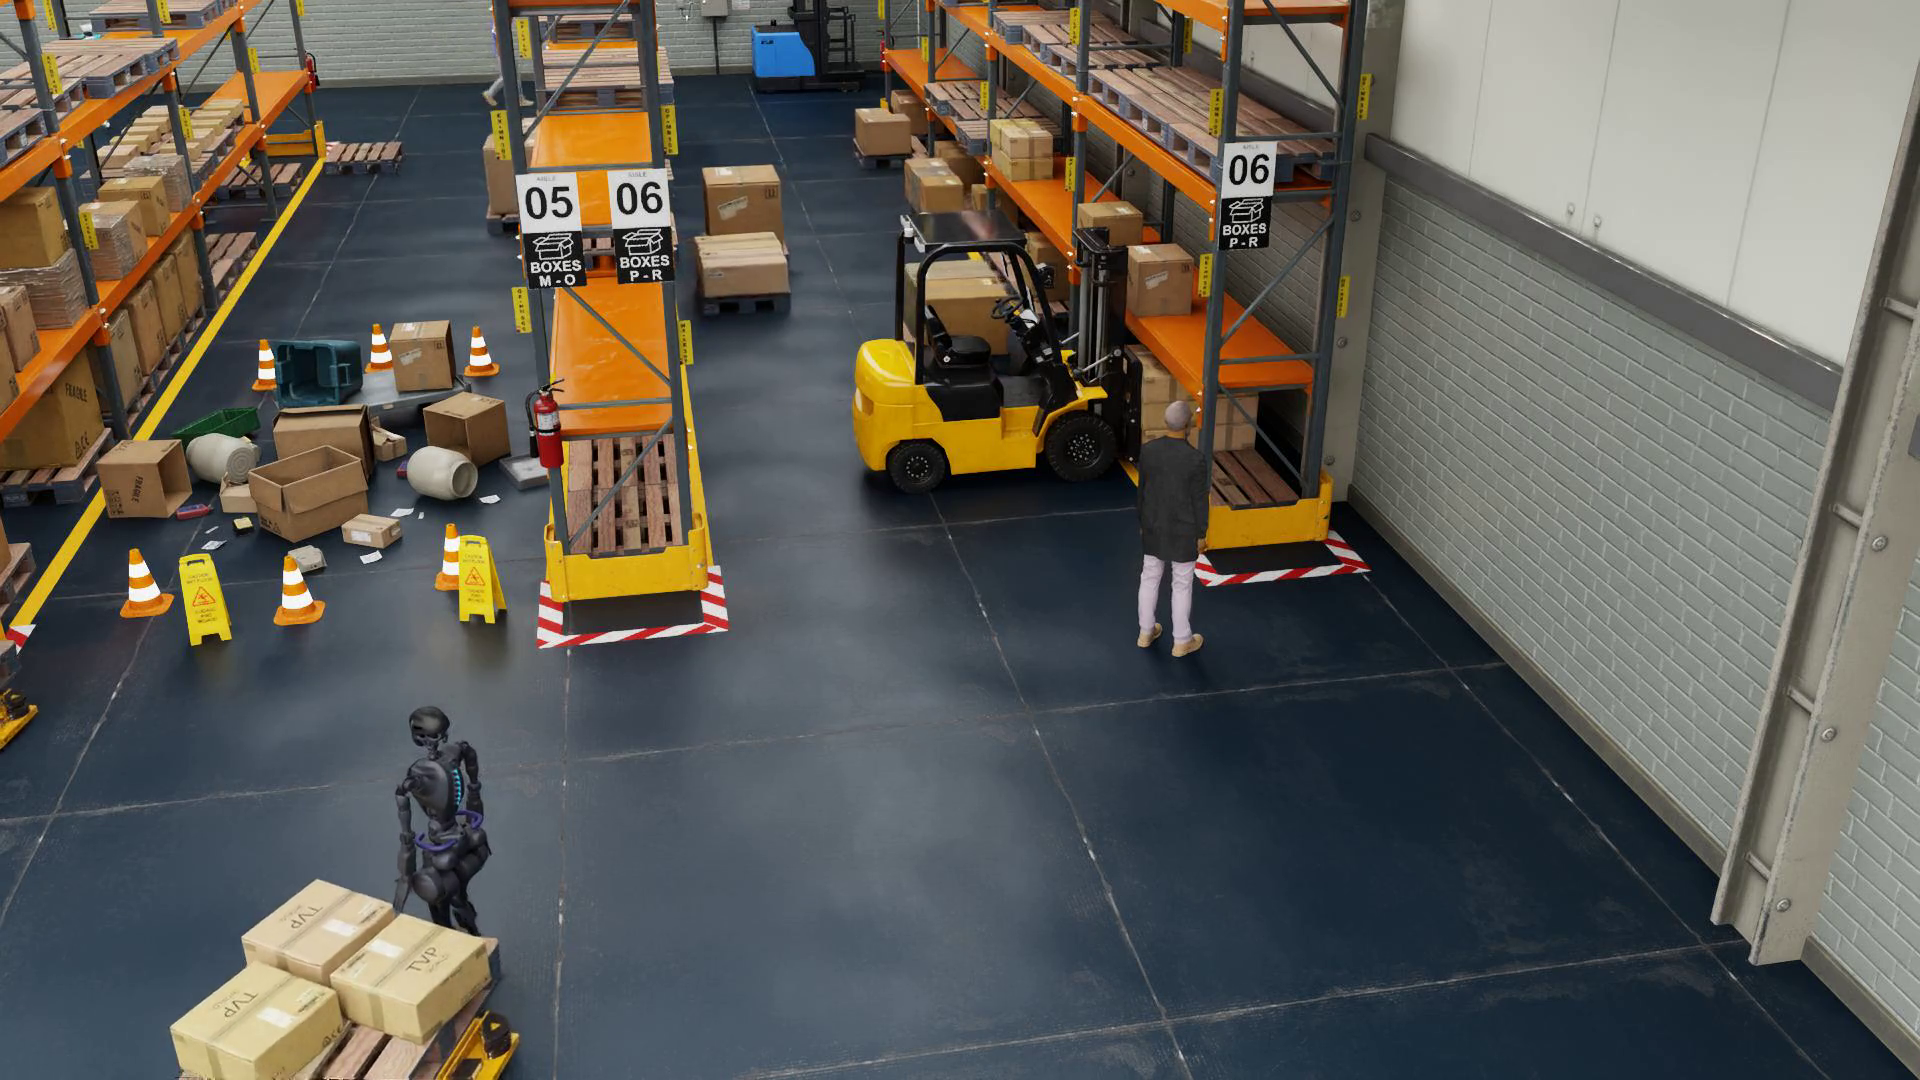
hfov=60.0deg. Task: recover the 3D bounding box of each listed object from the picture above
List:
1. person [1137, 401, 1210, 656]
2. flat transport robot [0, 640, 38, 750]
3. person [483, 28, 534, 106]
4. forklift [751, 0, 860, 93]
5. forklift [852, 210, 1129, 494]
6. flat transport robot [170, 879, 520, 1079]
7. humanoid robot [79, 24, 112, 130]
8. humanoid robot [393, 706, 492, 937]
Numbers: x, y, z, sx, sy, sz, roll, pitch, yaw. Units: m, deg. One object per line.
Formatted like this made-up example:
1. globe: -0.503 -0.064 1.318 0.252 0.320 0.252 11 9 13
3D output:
1. person: 1.458 -0.074 11.450 0.535 1.856 0.404 16 30 30
2. flat transport robot: -6.781 1.201 10.629 1.431 0.231 0.659 1 26 1
3. person: -7.947 -8.436 28.964 0.777 1.774 0.598 -5 26 -11
4. forklift: -2.872 -9.679 30.288 1.873 2.768 1.129 -5 26 -10
5. forklift: 0.216 -1.659 14.366 2.313 2.155 1.214 -5 26 -10
6. flat transport robot: -2.920 2.485 7.954 1.431 0.231 0.659 5 26 10
7. humanoid robot: -14.117 -7.526 27.108 0.540 1.731 1.030 -23 34 -39
8. humanoid robot: -2.554 1.564 8.242 0.318 1.655 0.608 12 28 23
